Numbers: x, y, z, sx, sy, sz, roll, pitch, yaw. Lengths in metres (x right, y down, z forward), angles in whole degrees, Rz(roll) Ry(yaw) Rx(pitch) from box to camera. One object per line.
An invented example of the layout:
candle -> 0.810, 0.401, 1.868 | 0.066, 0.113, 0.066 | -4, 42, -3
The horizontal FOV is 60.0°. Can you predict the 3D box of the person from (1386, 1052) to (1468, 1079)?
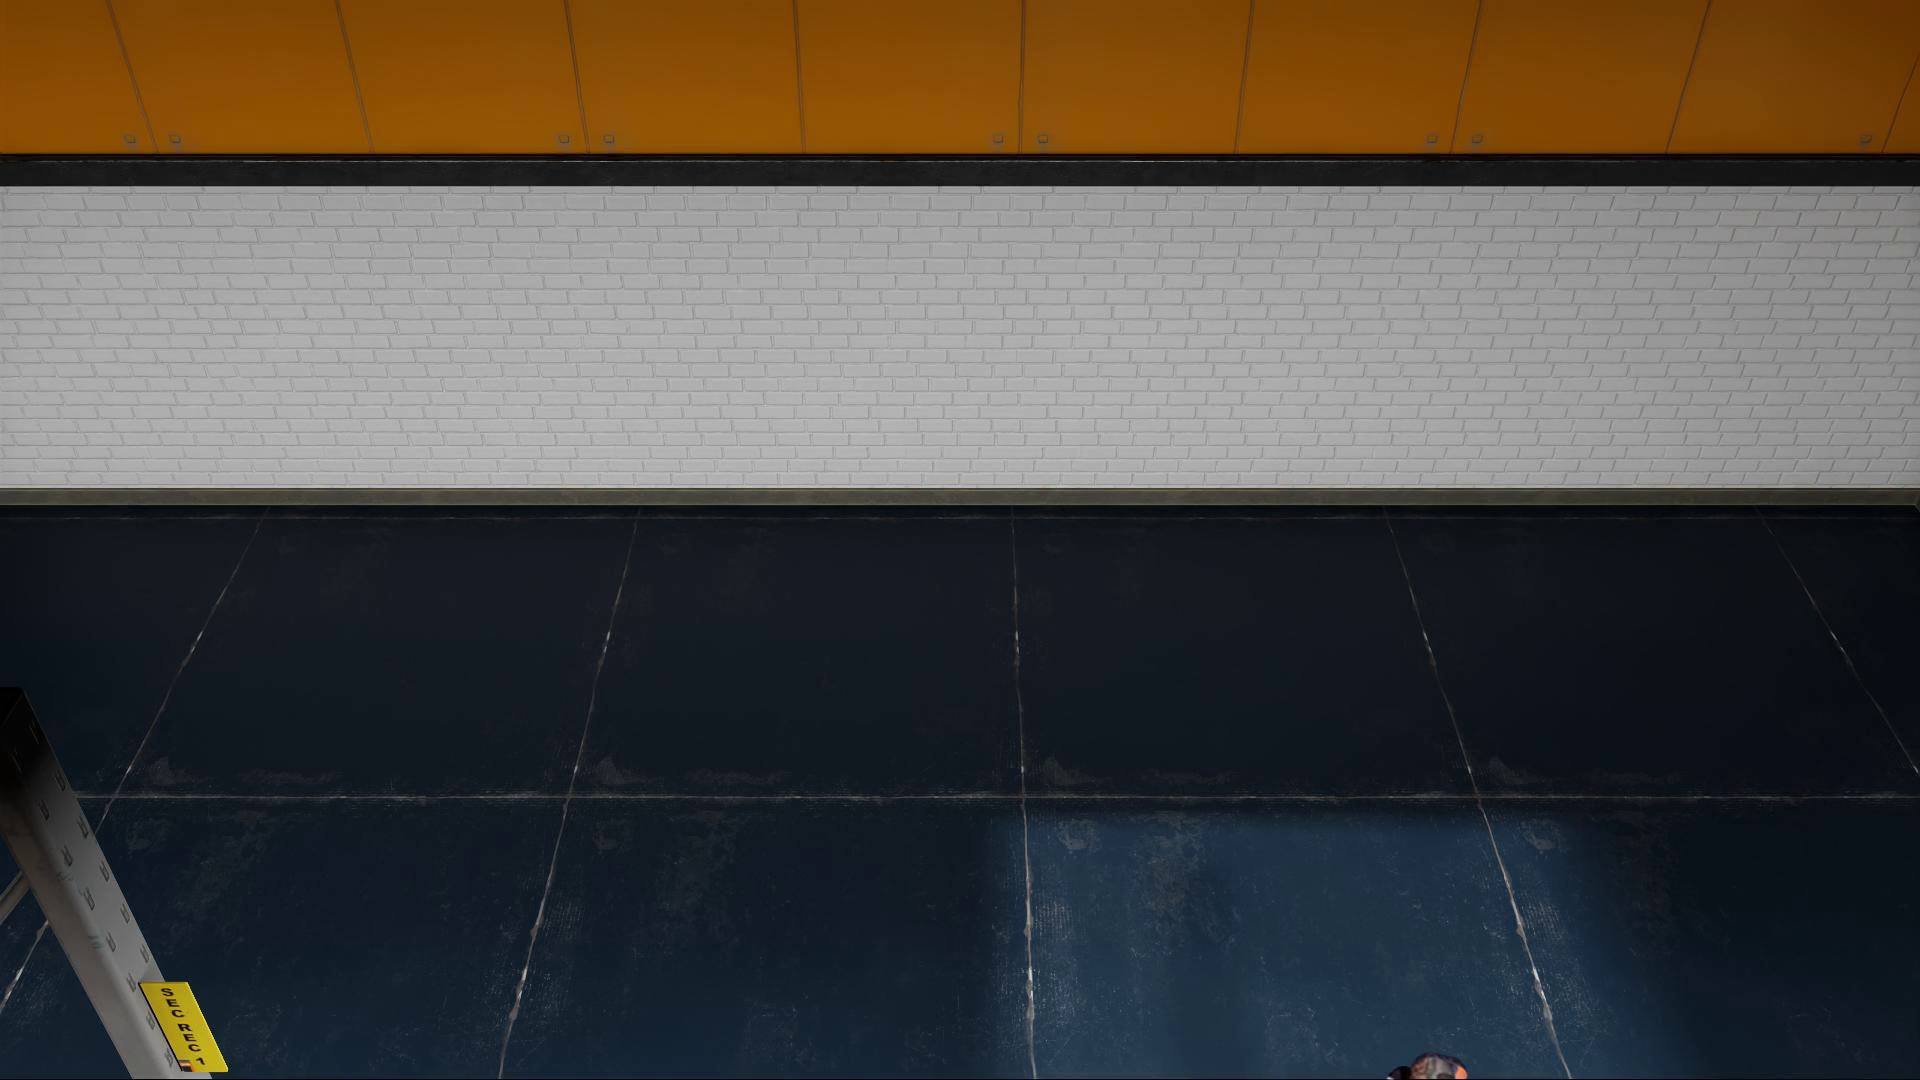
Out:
person -> 2.056, 3.015, 7.793 | 0.734, 1.891, 0.512 | 0, 39, -1
